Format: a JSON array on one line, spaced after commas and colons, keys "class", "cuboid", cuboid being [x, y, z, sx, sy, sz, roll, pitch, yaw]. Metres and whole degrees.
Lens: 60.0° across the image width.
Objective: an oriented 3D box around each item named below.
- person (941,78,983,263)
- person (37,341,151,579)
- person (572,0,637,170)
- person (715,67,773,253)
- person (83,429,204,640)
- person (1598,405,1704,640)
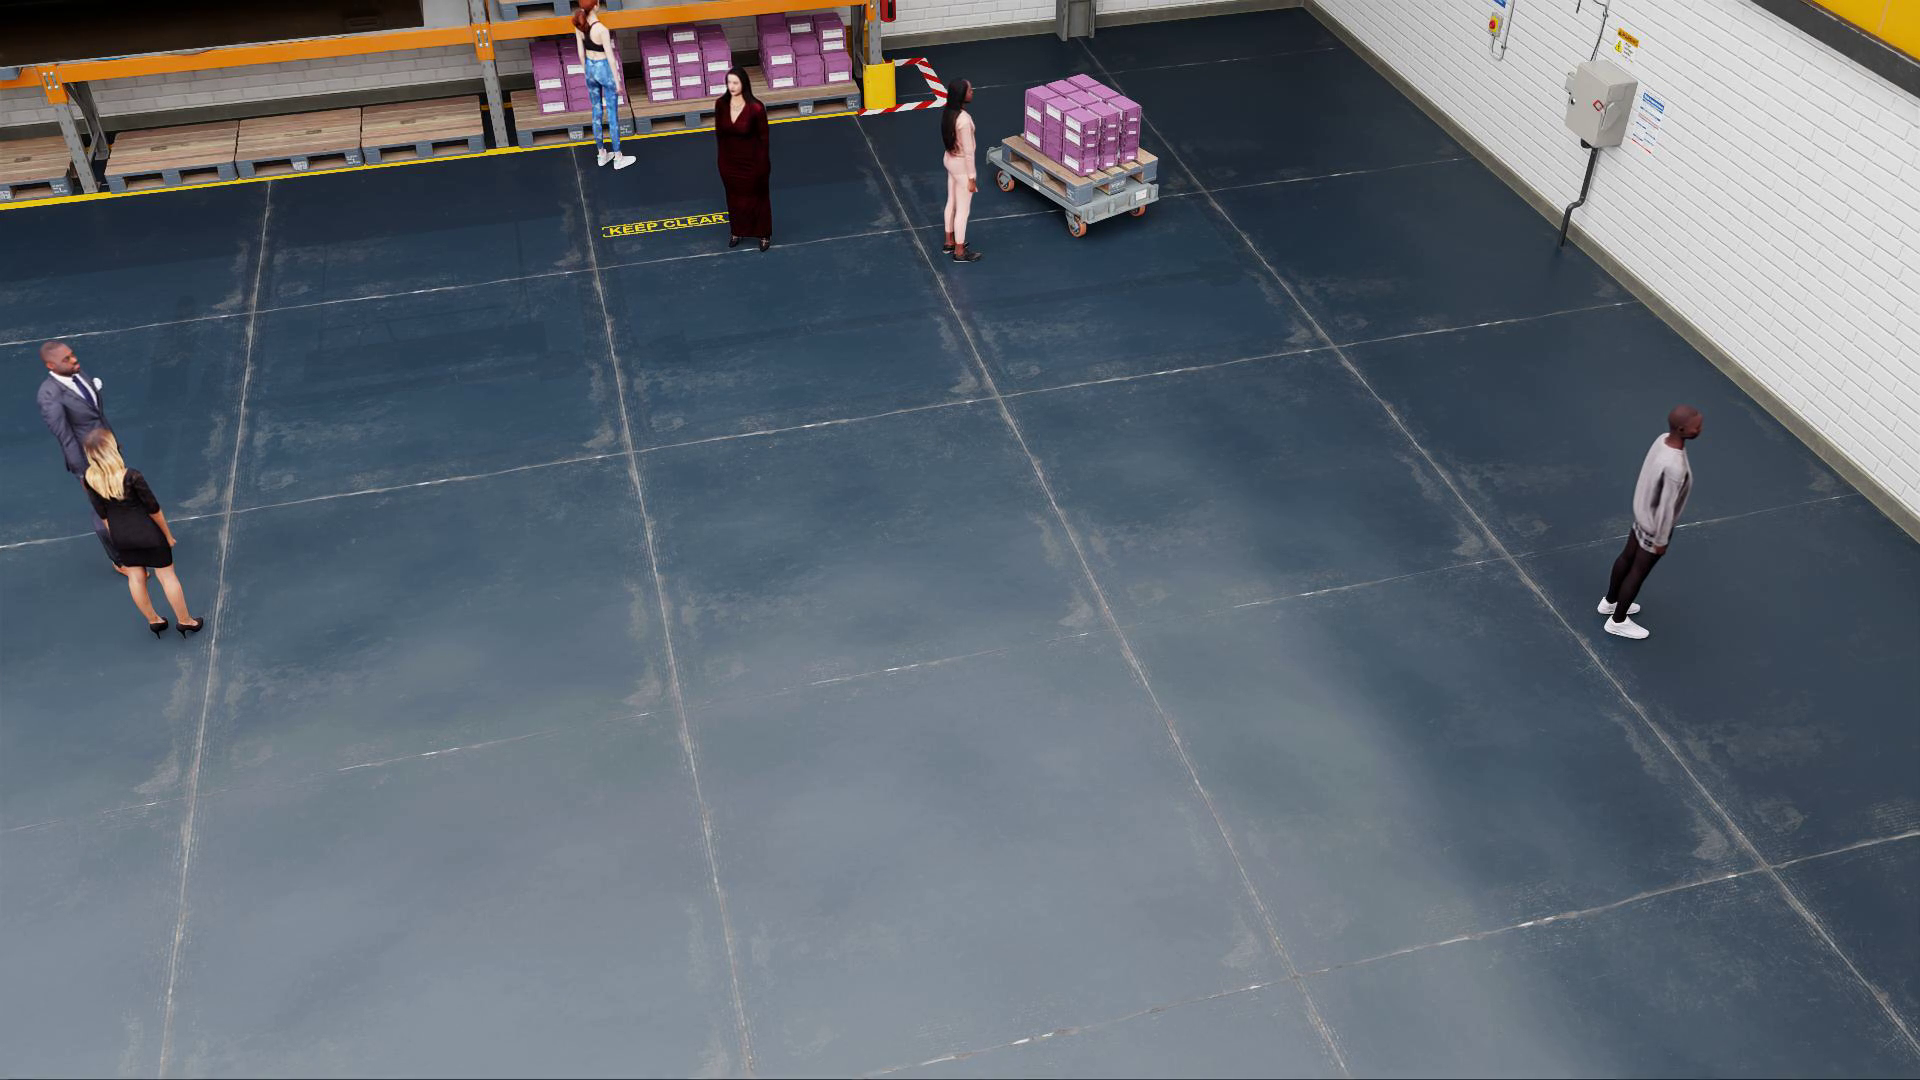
[{"class": "person", "cuboid": [-0.004, -3.340, 14.996, 0.566, 1.721, 0.649, -15, 41, -17]}, {"class": "person", "cuboid": [-5.972, -0.580, 11.458, 0.707, 1.824, 0.756, 1, 39, 1]}, {"class": "person", "cuboid": [-3.551, -4.550, 16.460, 0.687, 1.785, 0.751, 17, 42, 20]}, {"class": "person", "cuboid": [-1.958, -3.465, 15.125, 0.729, 1.757, 0.826, 12, 40, 14]}, {"class": "person", "cuboid": [-5.381, -0.026, 10.882, 0.495, 1.677, 0.657, 2, 39, 2]}, {"class": "person", "cuboid": [4.551, -0.143, 10.953, 0.654, 1.771, 0.686, 4, 39, 5]}]
